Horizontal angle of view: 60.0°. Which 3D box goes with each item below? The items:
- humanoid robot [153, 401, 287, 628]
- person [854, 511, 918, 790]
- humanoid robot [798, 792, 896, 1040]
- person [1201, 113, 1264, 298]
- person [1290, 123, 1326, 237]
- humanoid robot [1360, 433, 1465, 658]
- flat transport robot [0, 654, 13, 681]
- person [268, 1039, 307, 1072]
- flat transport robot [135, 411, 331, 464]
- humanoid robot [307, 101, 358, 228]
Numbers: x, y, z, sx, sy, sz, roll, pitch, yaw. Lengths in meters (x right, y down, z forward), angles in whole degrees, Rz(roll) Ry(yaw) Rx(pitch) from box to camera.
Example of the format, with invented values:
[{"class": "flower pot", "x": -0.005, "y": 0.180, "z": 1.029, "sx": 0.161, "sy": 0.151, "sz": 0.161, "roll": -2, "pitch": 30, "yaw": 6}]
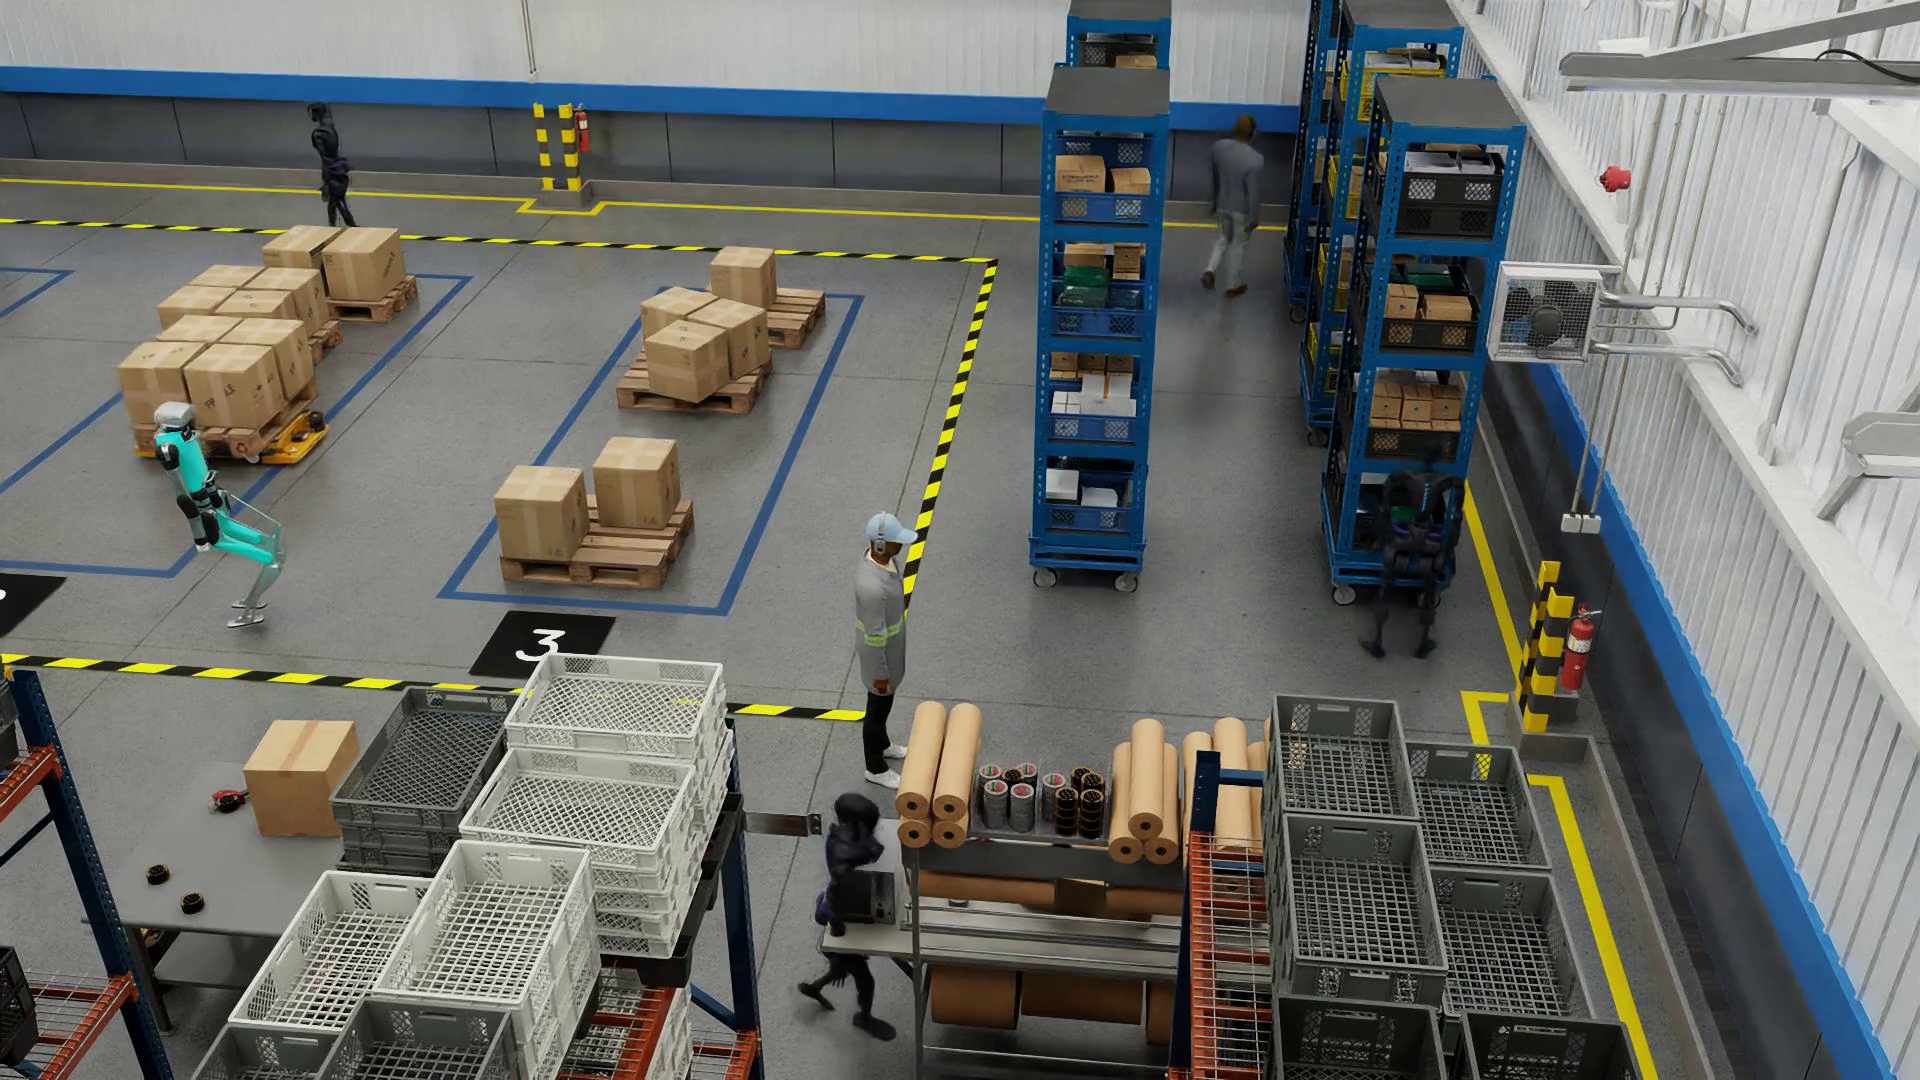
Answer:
[{"class": "humanoid robot", "x": -4.971, "y": -0.182, "z": 11.392, "sx": 0.735, "sy": 1.677, "sz": 0.533, "roll": -4, "pitch": 30, "yaw": -7}, {"class": "person", "x": -0.433, "y": 0.645, "z": 9.991, "sx": 0.385, "sy": 1.850, "sz": 0.597, "roll": 2, "pitch": 30, "yaw": 3}, {"class": "humanoid robot", "x": -0.597, "y": 1.817, "z": 8.189, "sx": 0.576, "sy": 1.643, "sz": 0.628, "roll": 11, "pitch": 32, "yaw": 18}, {"class": "person", "x": 2.775, "y": -3.359, "z": 16.792, "sx": 0.500, "sy": 1.924, "sz": 0.632, "roll": -25, "pitch": 38, "yaw": -36}, {"class": "person", "x": 3.666, "y": -3.769, "z": 17.460, "sx": 0.361, "sy": 1.963, "sz": 0.613, "roll": 8, "pitch": 31, "yaw": 14}, {"class": "humanoid robot", "x": 3.050, "y": 0.058, "z": 11.168, "sx": 0.597, "sy": 1.639, "sz": 0.387, "roll": 6, "pitch": 31, "yaw": 10}, {"class": "flat transport robot", "x": -7.142, "y": 0.969, "z": 11.010, "sx": 1.431, "sy": 0.231, "sz": 0.659, "roll": 3, "pitch": 30, "yaw": 6}, {"class": "person", "x": -2.440, "y": 2.604, "z": 6.649, "sx": 0.431, "sy": 1.838, "sz": 0.623, "roll": 10, "pitch": 32, "yaw": 16}, {"class": "flat transport robot", "x": -6.216, "y": -0.915, "z": 14.218, "sx": 1.431, "sy": 0.197, "sz": 0.652, "roll": 3, "pitch": 30, "yaw": 6}, {"class": "humanoid robot", "x": -6.849, "y": -3.930, "z": 18.043, "sx": 0.641, "sy": 1.634, "sz": 0.609, "roll": -2, "pitch": 30, "yaw": -4}]
